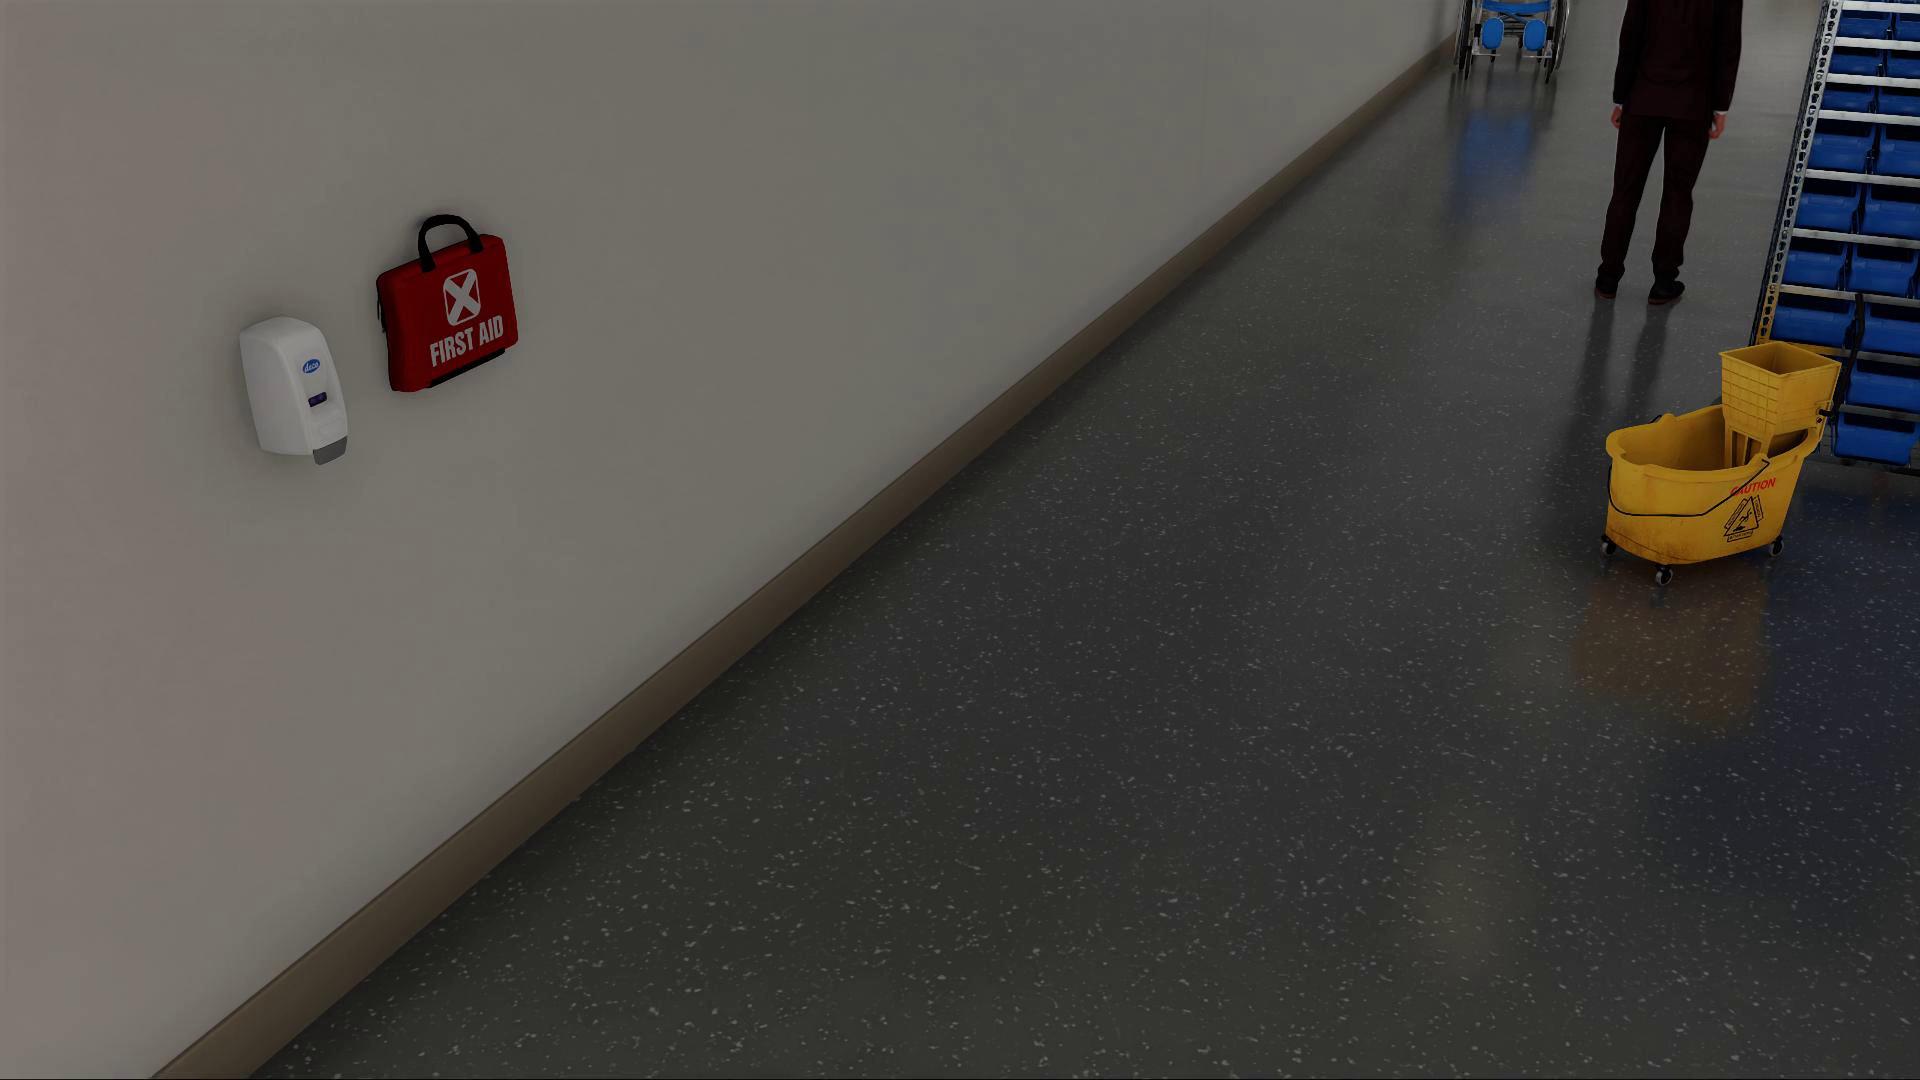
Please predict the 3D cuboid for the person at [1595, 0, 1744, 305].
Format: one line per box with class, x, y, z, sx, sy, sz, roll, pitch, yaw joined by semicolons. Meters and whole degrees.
person;3.298;-2.034;7.729;0.537;1.866;0.740;13;29;25
